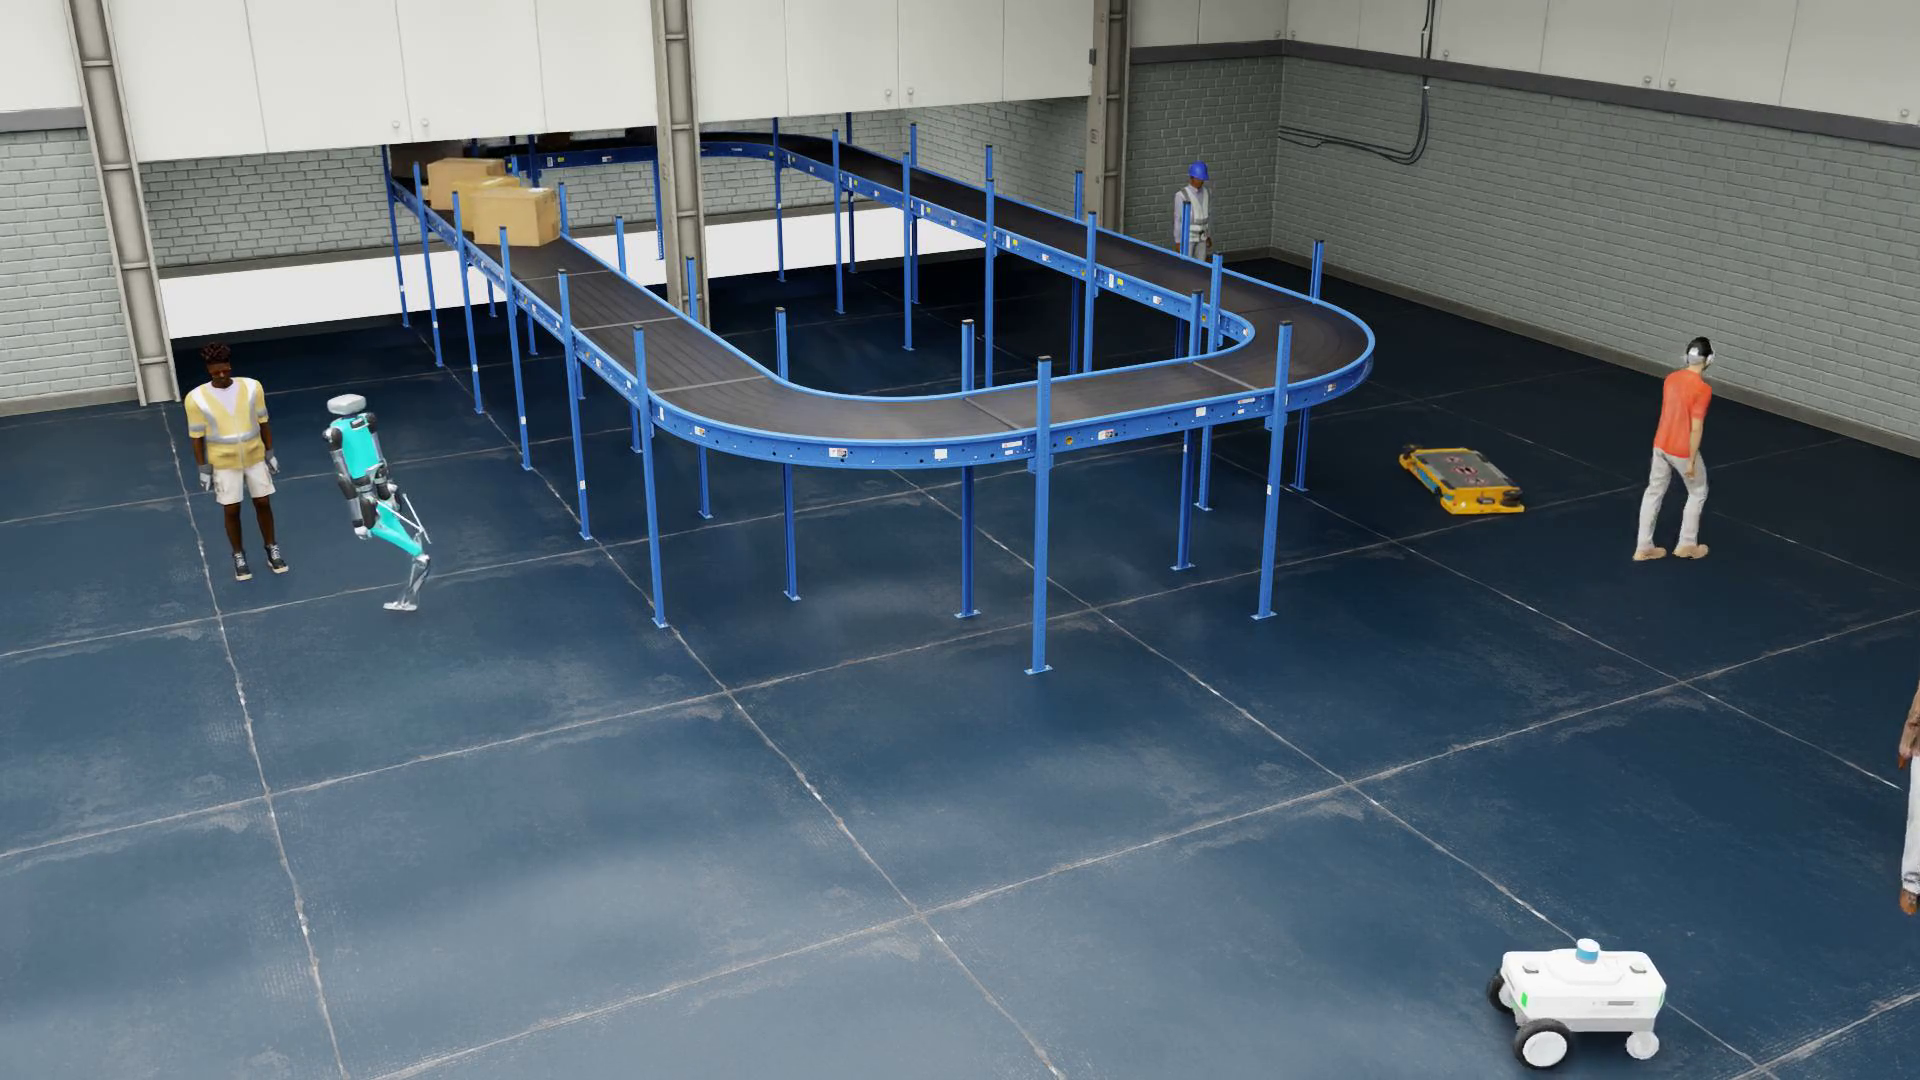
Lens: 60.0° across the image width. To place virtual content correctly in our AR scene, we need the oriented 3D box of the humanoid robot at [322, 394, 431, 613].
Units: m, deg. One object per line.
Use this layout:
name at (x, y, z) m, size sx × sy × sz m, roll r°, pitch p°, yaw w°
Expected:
humanoid robot at (-4.220, -0.170, 12.417) m, size 0.832 × 1.821 × 0.541 m, roll 6°, pitch 23°, yaw 15°

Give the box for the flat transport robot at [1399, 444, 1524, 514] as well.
flat transport robot at (4.589, -0.564, 15.270) m, size 0.659 × 0.231 × 1.431 m, roll -2°, pitch 22°, yaw -4°

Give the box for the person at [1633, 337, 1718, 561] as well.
person at (5.922, -0.737, 13.541) m, size 0.740 × 1.878 × 0.482 m, roll -10°, pitch 24°, yaw -24°

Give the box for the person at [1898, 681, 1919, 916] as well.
person at (5.442, 1.184, 9.164) m, size 0.481 × 1.628 × 0.822 m, roll 8°, pitch 23°, yaw 19°

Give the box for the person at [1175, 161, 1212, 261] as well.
person at (2.976, -3.853, 21.187) m, size 0.613 × 1.936 × 0.424 m, roll -17°, pitch 27°, yaw -35°

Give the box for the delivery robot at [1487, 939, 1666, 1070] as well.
delivery robot at (2.985, 2.199, 8.038) m, size 0.764 × 0.578 × 0.499 m, roll 0°, pitch 22°, yaw 0°

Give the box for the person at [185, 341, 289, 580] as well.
person at (-5.744, -0.634, 13.206) m, size 0.618 × 1.951 × 0.385 m, roll -16°, pitch 27°, yaw -35°
